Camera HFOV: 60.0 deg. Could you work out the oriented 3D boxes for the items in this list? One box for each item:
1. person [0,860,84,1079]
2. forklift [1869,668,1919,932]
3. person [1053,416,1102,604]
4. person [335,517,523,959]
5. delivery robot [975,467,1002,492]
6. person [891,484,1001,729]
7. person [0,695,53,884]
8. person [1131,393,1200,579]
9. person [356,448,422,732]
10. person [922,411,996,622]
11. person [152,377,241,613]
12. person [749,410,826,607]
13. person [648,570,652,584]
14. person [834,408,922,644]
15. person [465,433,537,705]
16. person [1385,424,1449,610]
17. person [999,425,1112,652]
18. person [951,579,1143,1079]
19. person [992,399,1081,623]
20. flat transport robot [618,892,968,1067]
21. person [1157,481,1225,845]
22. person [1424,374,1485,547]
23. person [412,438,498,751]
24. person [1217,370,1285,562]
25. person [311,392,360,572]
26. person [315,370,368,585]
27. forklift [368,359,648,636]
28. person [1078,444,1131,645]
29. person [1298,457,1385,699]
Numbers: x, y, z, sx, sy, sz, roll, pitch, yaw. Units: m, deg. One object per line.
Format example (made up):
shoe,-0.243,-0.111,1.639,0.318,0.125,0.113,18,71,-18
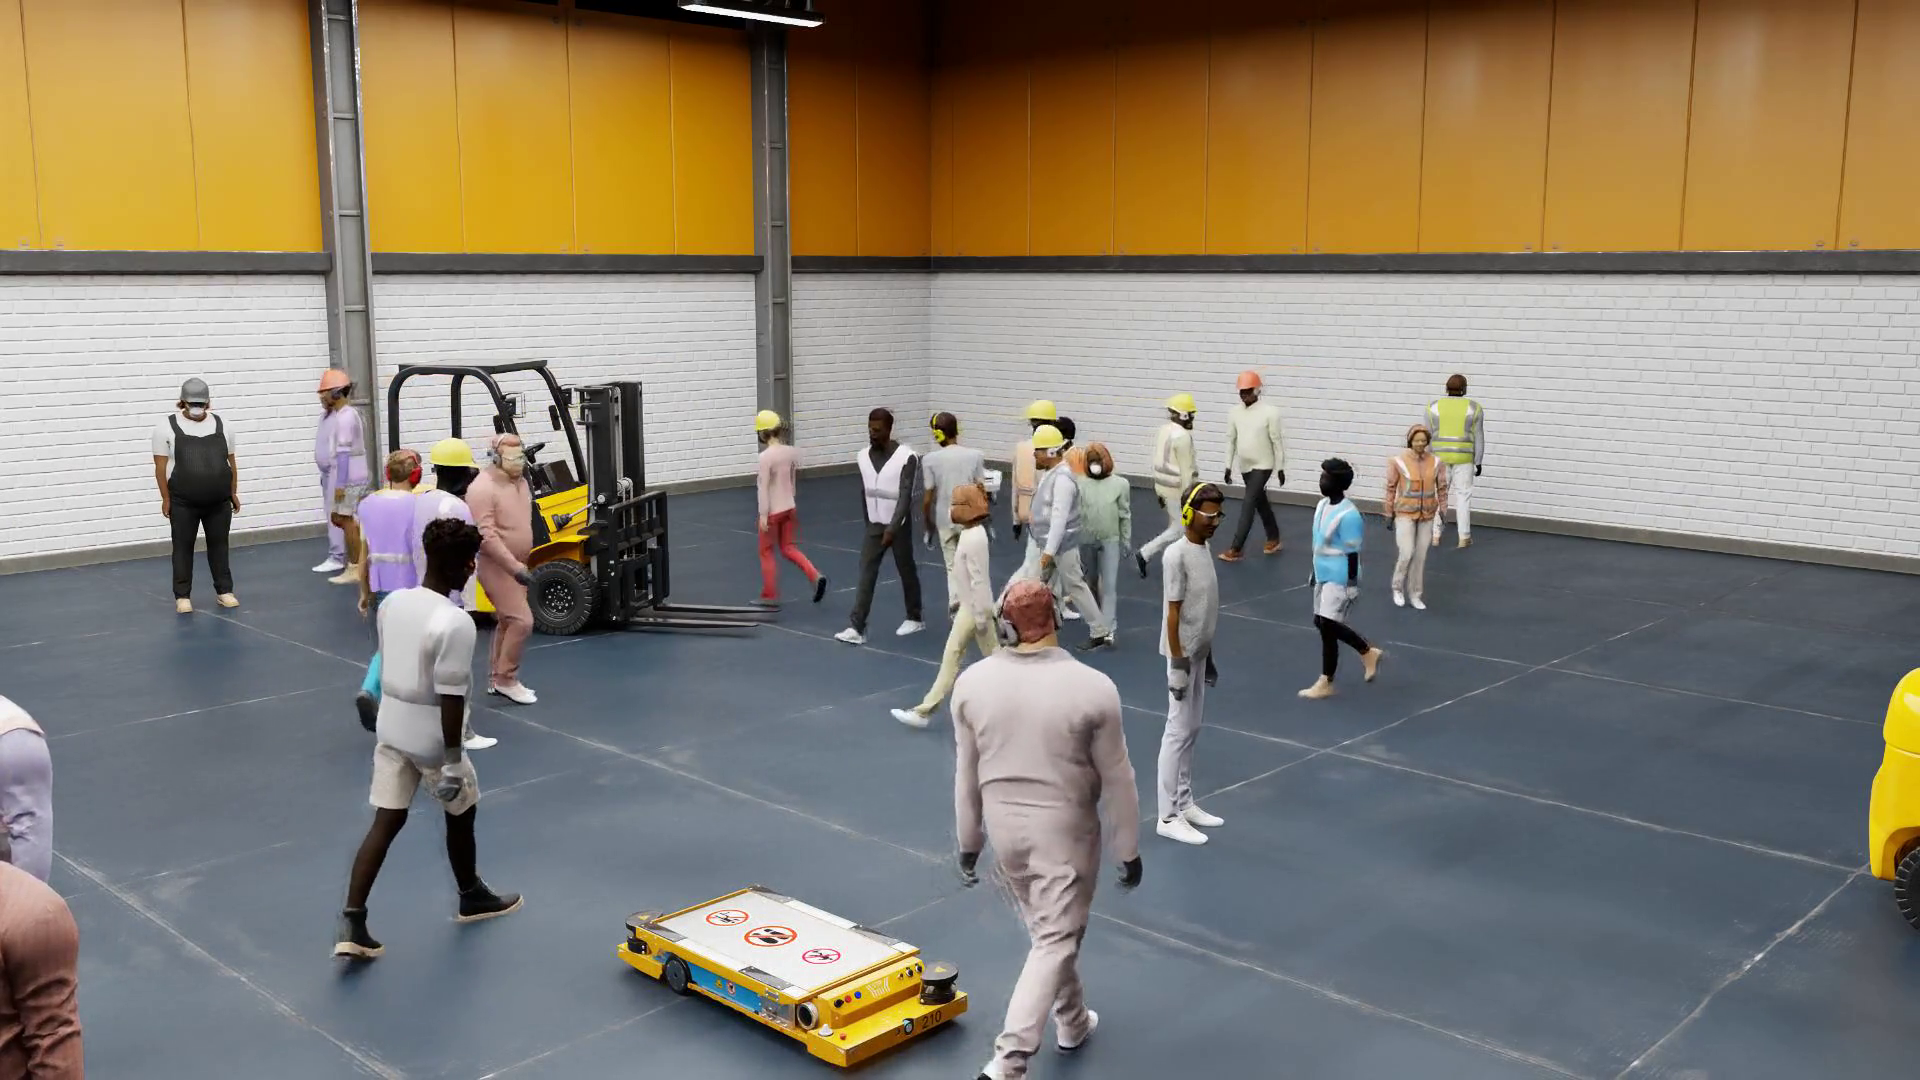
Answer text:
person,-2.317,1.399,3.744,0.641,1.908,0.407,-1,9,-4
forklift,5.205,0.723,7.013,2.313,2.155,1.214,9,13,43
person,0.986,-0.252,14.575,0.426,1.669,0.563,-1,9,-4
person,-2.353,0.845,7.179,0.693,1.907,0.974,6,11,34
delivery robot,0.159,-0.751,20.774,0.707,0.478,0.477,-4,10,-23
person,0.005,0.436,10.607,0.869,1.582,0.516,1,9,3
person,-3.227,1.162,5.396,0.620,1.845,0.430,4,10,23
person,1.948,-0.472,15.522,0.646,1.806,0.586,-1,9,-7
person,-3.565,0.341,10.510,0.591,1.819,0.669,2,9,10
person,-0.028,-0.106,13.186,0.589,1.833,0.564,-2,10,-13
person,-6.551,-0.401,14.371,0.676,2.000,0.536,-8,12,-40
person,-1.520,-0.255,14.406,0.648,1.742,0.544,5,11,29
person,-3.254,-0.423,15.516,0.917,1.707,0.536,-1,9,-4
person,-0.595,-0.113,13.159,0.579,1.859,0.984,6,11,31
person,-3.056,0.206,11.200,0.573,1.862,0.657,2,10,14
person,3.947,-0.191,14.373,0.517,1.625,0.375,-1,9,-8
person,0.741,0.003,12.741,0.957,1.777,0.593,-2,9,-12
person,0.283,1.067,5.964,0.682,1.856,0.952,5,11,28
person,0.605,-0.211,13.664,0.941,1.890,0.596,-5,11,-30
flat transport robot,-0.708,1.722,6.767,1.431,0.197,0.652,9,13,43
person,1.210,0.623,8.638,0.327,1.865,0.518,5,10,26
person,5.250,-0.846,17.708,0.634,1.841,0.429,4,10,23
person,-3.126,0.334,10.220,0.383,1.923,0.590,-9,13,-44
person,3.015,-0.771,16.995,1.078,1.932,0.632,-8,12,-39
person,-6.062,-0.650,16.362,0.712,1.889,0.651,-7,12,-37
person,-5.694,-0.582,15.566,0.552,2.023,0.632,-4,10,-22
forklift,-3.850,-0.407,13.936,2.313,2.155,1.214,2,9,11
person,1.099,0.026,13.161,0.510,1.578,0.875,1,9,4
person,2.648,0.256,11.435,0.599,1.679,0.538,-1,9,-8
